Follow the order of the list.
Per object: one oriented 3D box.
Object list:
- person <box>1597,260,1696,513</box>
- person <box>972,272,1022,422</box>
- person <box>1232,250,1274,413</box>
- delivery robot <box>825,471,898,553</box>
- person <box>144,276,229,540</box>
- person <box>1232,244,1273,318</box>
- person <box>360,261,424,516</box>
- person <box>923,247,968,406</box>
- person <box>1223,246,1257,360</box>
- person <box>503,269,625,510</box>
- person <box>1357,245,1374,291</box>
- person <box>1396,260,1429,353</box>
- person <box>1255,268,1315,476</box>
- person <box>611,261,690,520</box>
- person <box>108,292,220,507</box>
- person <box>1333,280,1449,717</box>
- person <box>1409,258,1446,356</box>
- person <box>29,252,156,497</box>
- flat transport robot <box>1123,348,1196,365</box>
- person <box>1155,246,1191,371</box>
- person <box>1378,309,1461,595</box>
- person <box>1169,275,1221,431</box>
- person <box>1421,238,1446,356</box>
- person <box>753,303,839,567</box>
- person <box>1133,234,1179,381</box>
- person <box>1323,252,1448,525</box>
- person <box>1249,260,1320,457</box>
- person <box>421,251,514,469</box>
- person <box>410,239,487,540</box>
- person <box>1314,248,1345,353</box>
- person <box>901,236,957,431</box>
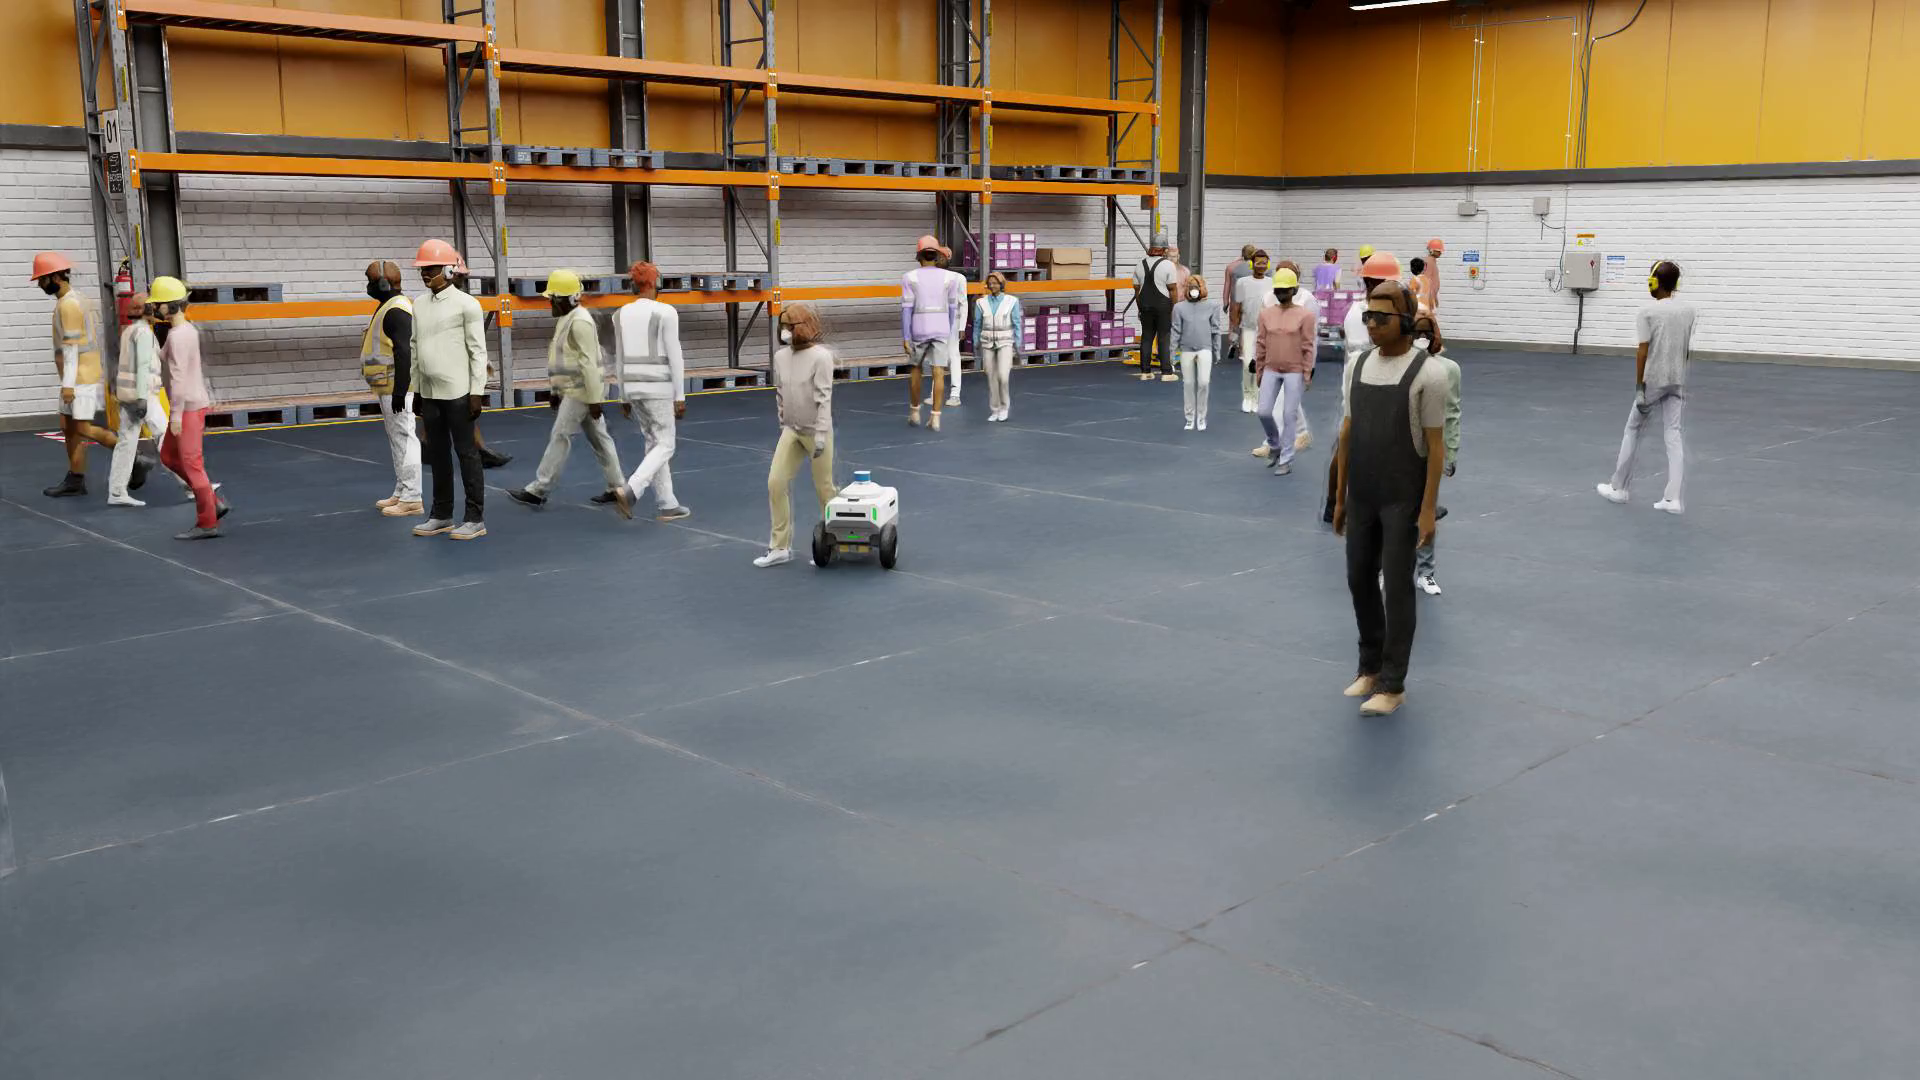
[{"bbox_3d":[5.157,-1.150,12.388,0.510,1.833,0.905,-2,11,-9],"label":"person"},{"bbox_3d":[0.387,-2.079,18.006,0.546,1.623,0.459,4,11,20],"label":"person"},{"bbox_3d":[3.381,-2.355,18.878,0.552,1.857,0.494,-1,10,-4],"label":"person"},{"bbox_3d":[-0.607,-0.185,10.354,0.477,0.478,0.707,2,10,8],"label":"delivery robot"},{"bbox_3d":[-5.154,-0.863,11.025,0.388,1.751,0.542,-4,11,-19],"label":"person"},{"bbox_3d":[4.575,-3.686,26.087,0.653,1.887,0.976,3,11,18],"label":"person"},{"bbox_3d":[-4.114,-1.096,12.071,0.429,1.839,0.633,-5,11,-24],"label":"person"},{"bbox_3d":[-0.181,-2.542,19.833,0.579,1.882,0.342,6,12,32],"label":"person"},{"bbox_3d":[4.598,-3.840,26.967,0.666,1.872,0.474,3,11,16],"label":"person"},{"bbox_3d":[-2.911,-1.095,12.247,0.945,1.764,0.628,-3,11,-14],"label":"person"},{"bbox_3d":[6.938,-4.037,28.069,0.935,1.872,0.592,8,13,37],"label":"person"},{"bbox_3d":[3.165,-1.153,12.308,0.596,1.856,1.035,3,11,18],"label":"person"},{"bbox_3d":[2.743,-1.419,14.086,0.525,1.755,0.380,6,12,29],"label":"person"},{"bbox_3d":[-2.206,-1.015,11.625,0.617,1.852,0.739,6,12,30],"label":"person"},{"bbox_3d":[-6.050,-1.053,12.477,0.827,1.589,0.572,-9,14,-41],"label":"person"},{"bbox_3d":[1.810,-0.177,7.089,0.387,1.855,0.509,-9,14,-39],"label":"person"},{"bbox_3d":[7.579,-3.779,27.200,0.840,1.663,0.536,8,13,36],"label":"person"},{"bbox_3d":[-6.736,-1.276,12.887,0.744,1.902,0.550,-6,12,-32],"label":"person"},{"bbox_3d":[3.161,-2.884,26.101,0.652,0.197,1.431,6,12,30],"label":"flat transport robot"},{"bbox_3d":[3.142,-3.496,25.075,0.643,1.877,0.847,1,10,4],"label":"person"},{"bbox_3d":[2.548,-0.490,9.376,0.511,1.623,0.322,2,11,12],"label":"person"},{"bbox_3d":[2.419,-1.922,17.182,0.520,1.613,0.565,3,11,14],"label":"person"},{"bbox_3d":[7.914,-4.069,27.942,0.438,1.956,0.655,4,11,21],"label":"person"},{"bbox_3d":[-0.985,-0.617,10.092,0.519,1.609,0.662,8,13,36],"label":"person"},{"bbox_3d":[2.783,-3.245,23.240,0.673,2.000,0.536,9,14,40],"label":"person"},{"bbox_3d":[2.904,-1.002,11.395,0.941,1.892,0.576,9,14,42],"label":"person"},{"bbox_3d":[3.038,-1.691,15.446,0.963,1.805,0.615,-8,13,-36],"label":"person"},{"bbox_3d":[-4.383,-1.557,14.471,0.985,1.886,0.552,2,11,10],"label":"person"},{"bbox_3d":[-3.436,-1.000,11.117,0.622,1.993,0.382,6,12,28],"label":"person"},{"bbox_3d":[6.315,-4.106,28.607,0.572,1.811,0.941,10,14,43],"label":"person"},{"bbox_3d":[-0.341,-2.175,17.476,0.602,2.005,0.861,-2,11,-9],"label":"person"}]
